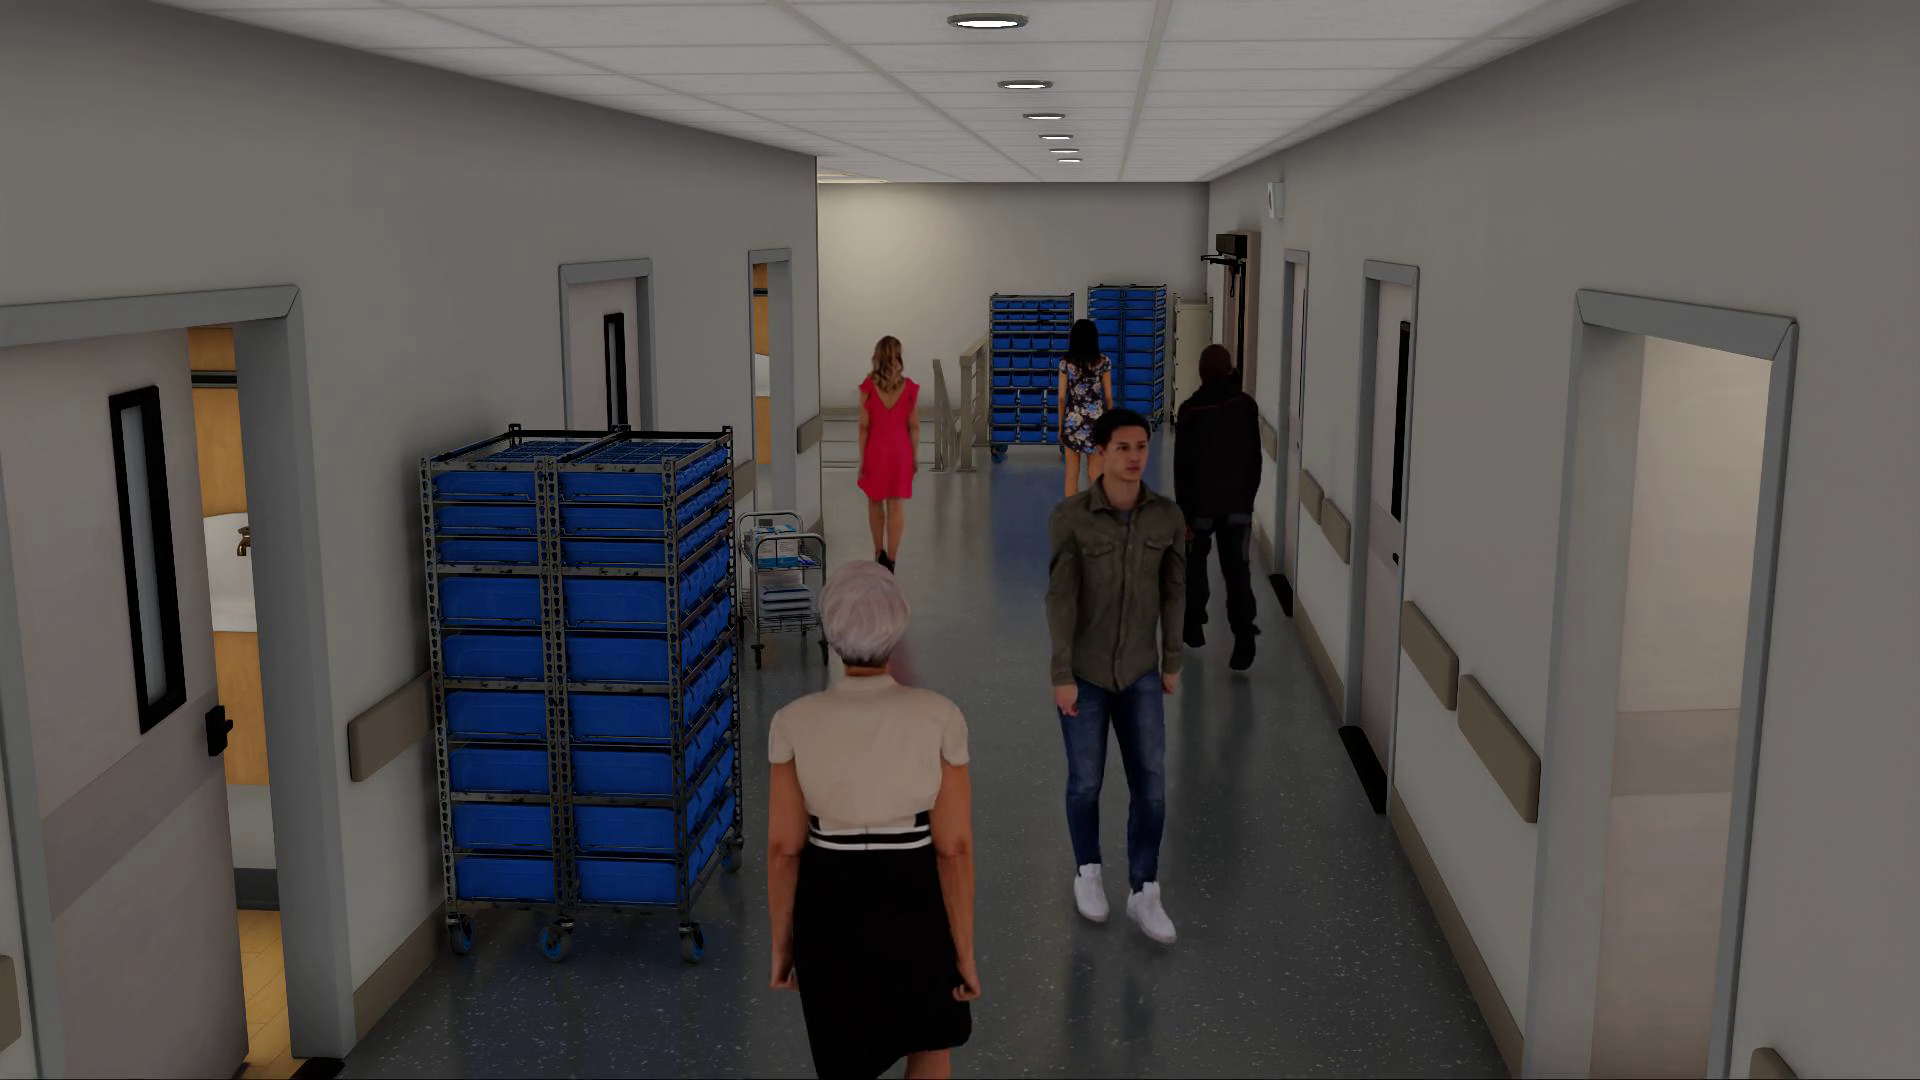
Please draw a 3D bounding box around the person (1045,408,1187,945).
[{"bbox_3d":[0.504,0.448,5.935,0.806,1.844,0.896,-2,11,-9],"label":"person"}]

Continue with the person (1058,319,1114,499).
[{"bbox_3d":[1.000,-0.914,13.409,0.598,1.733,0.519,0,11,2],"label":"person"}]

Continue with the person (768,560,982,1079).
[{"bbox_3d":[-0.190,0.934,3.645,0.637,1.743,0.743,1,11,5],"label":"person"}]

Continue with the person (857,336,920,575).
[{"bbox_3d":[-0.493,-0.545,11.508,0.640,1.716,0.662,-1,11,-5],"label":"person"}]

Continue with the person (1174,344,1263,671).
[{"bbox_3d":[1.482,-0.179,9.341,0.825,1.806,1.262,-1,11,-4],"label":"person"}]
